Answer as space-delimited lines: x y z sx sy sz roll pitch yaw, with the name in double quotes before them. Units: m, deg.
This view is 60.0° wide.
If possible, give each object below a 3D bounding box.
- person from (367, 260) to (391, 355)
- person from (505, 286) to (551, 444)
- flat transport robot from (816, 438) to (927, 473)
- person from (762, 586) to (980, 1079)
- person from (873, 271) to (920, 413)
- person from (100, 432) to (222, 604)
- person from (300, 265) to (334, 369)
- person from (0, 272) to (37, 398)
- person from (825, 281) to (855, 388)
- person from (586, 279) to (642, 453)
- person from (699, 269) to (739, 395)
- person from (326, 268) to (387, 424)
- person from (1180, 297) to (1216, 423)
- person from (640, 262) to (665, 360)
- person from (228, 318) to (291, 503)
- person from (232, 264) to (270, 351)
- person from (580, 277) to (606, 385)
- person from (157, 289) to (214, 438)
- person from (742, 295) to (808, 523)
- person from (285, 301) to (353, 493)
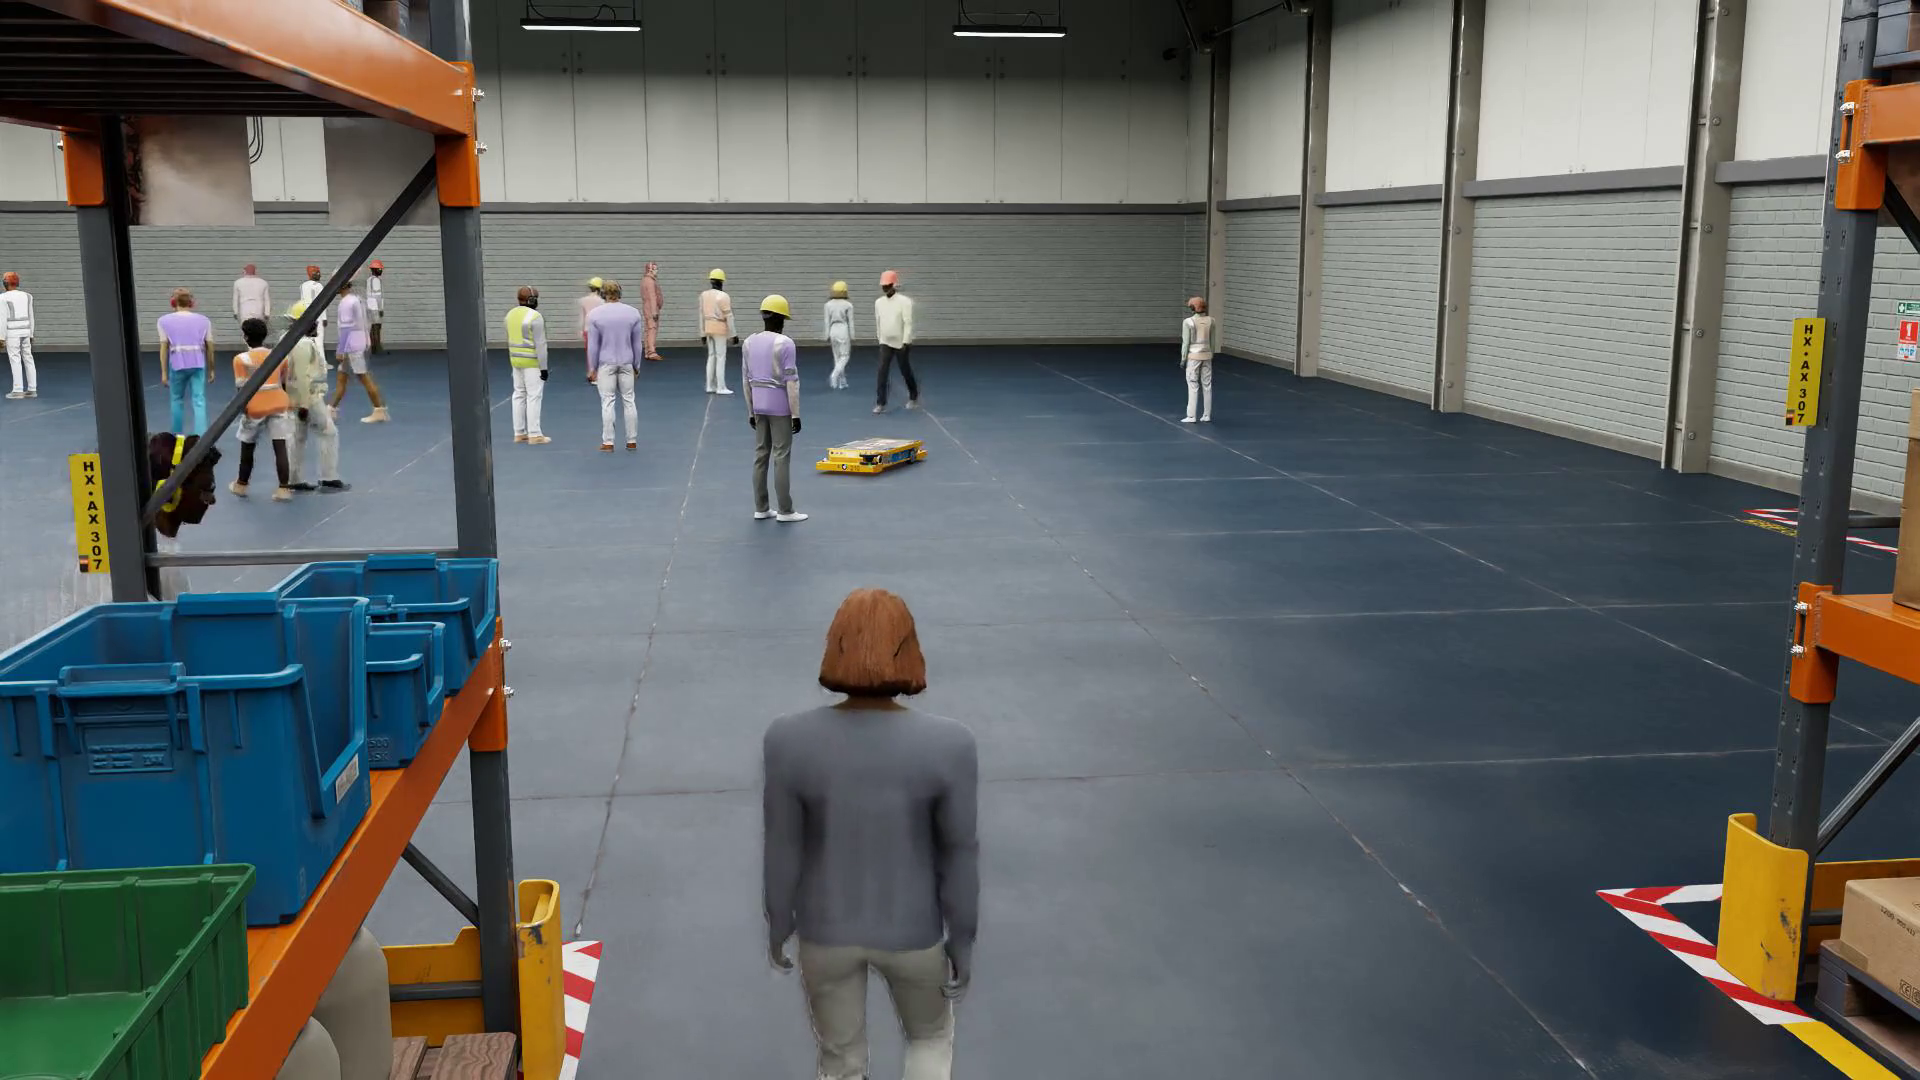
"person" -11.893 -4.740 33.955 0.376 1.933 0.545 -7 12 -34
"person" -5.014 -2.036 19.406 0.626 1.837 0.430 8 13 38
"flat transport robot" -0.912 -0.901 17.468 0.652 0.197 1.431 4 11 21
"person" -0.208 0.906 3.863 0.505 1.624 0.338 0 10 1
"person" -0.874 -2.741 22.971 0.611 1.954 0.984 5 11 24
"person" -2.536 0.565 5.211 0.843 1.817 0.602 -8 13 -37
"person" -11.750 -4.050 30.303 0.572 1.885 0.358 6 12 31
"person" -14.099 -3.055 24.854 0.356 1.883 0.574 4 11 19
"person" -1.916 -3.221 26.219 0.490 1.720 0.675 4 11 23
"person" -3.862 -1.942 18.604 0.631 1.939 0.372 -5 12 -28
"person" -3.701 -3.175 25.418 0.603 1.920 0.401 8 13 38
"person" -7.909 -2.467 21.299 1.050 1.994 0.625 -2 11 -13
"person" 3.079 -2.324 21.519 0.514 1.638 0.310 -5 12 -26
"person" -6.001 -4.459 32.482 0.409 1.907 0.651 -5 11 -24
"person" -6.407 -1.185 15.184 0.805 1.665 0.546 9 14 42
"person" -13.875 -4.454 32.564 0.659 1.869 0.914 -6 12 -29
"person" -5.908 -3.386 27.035 0.546 1.748 0.458 5 11 24
"person" -8.795 -1.933 18.888 0.597 1.801 0.902 -8 13 -37
"person" -1.570 -1.106 14.071 0.585 1.919 0.374 7 13 35
"person" -6.079 -1.343 15.688 0.690 1.805 0.595 -8 13 -38
